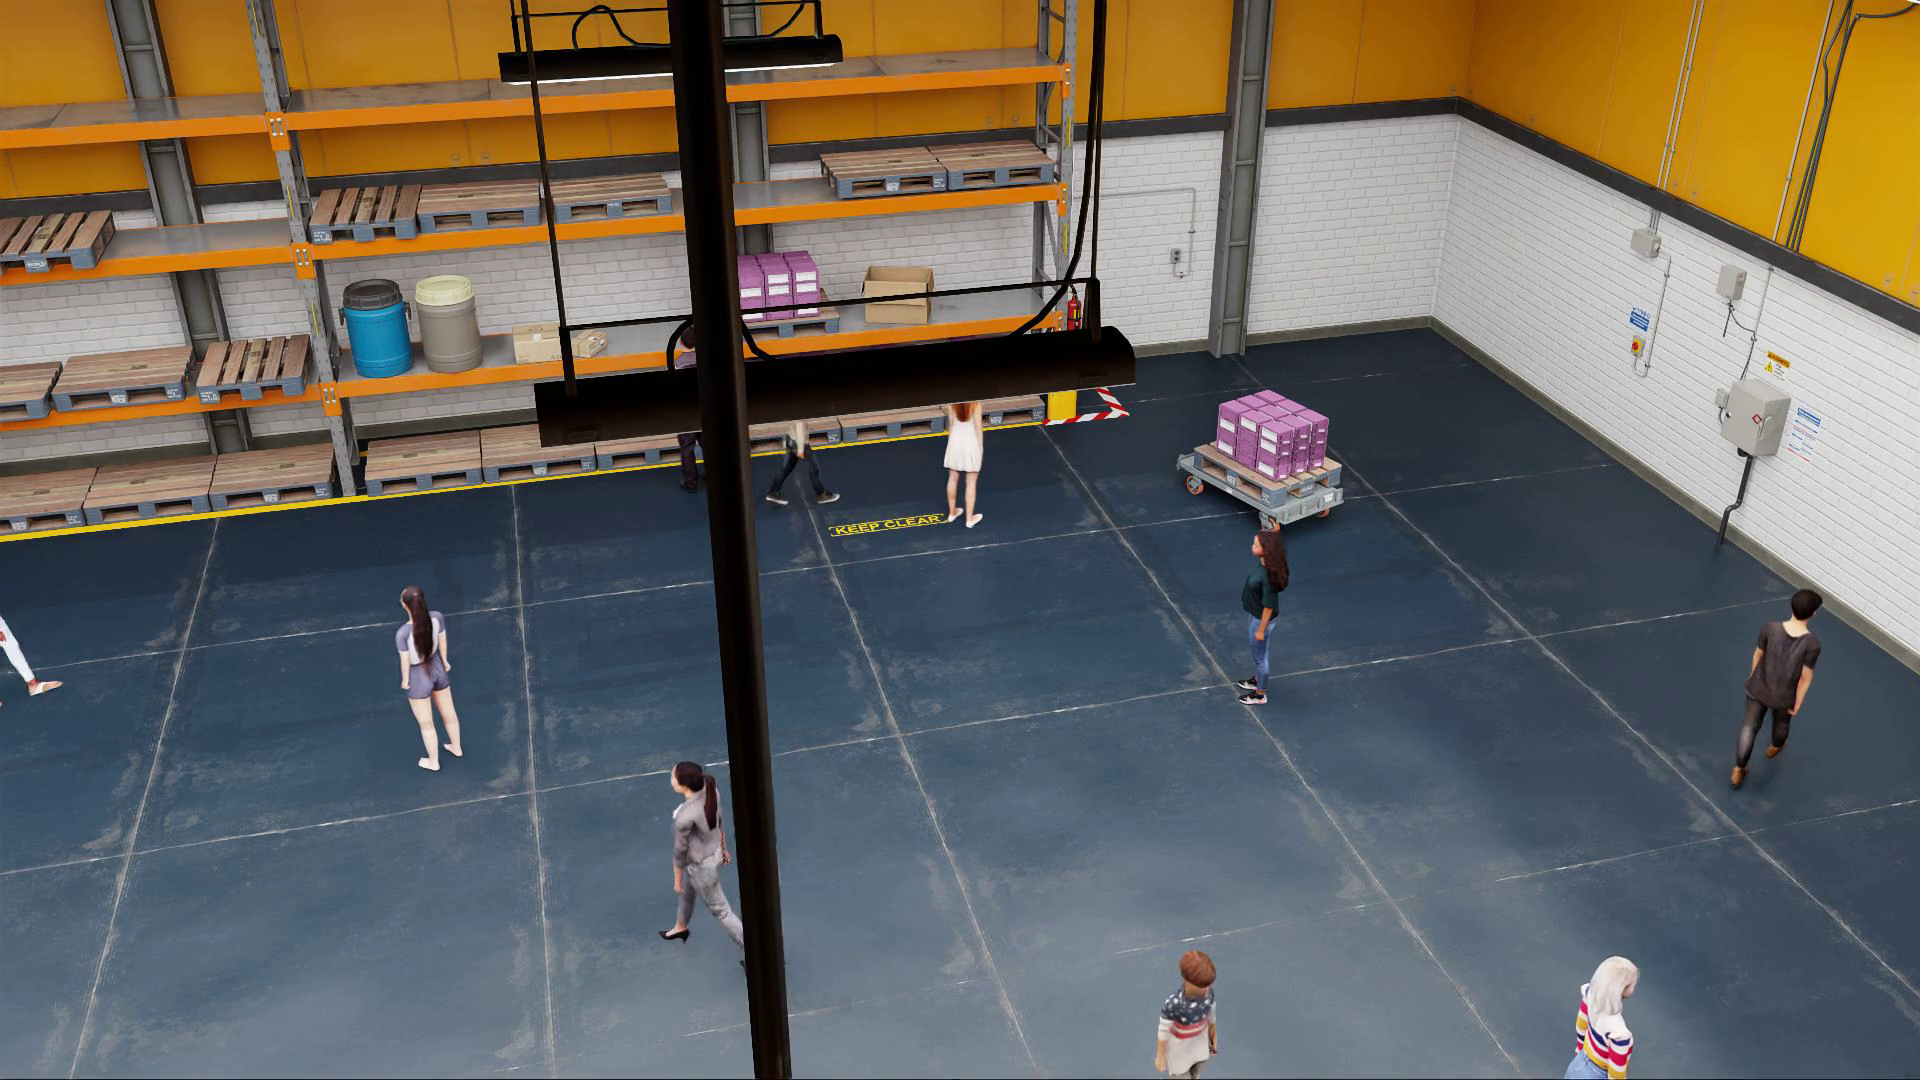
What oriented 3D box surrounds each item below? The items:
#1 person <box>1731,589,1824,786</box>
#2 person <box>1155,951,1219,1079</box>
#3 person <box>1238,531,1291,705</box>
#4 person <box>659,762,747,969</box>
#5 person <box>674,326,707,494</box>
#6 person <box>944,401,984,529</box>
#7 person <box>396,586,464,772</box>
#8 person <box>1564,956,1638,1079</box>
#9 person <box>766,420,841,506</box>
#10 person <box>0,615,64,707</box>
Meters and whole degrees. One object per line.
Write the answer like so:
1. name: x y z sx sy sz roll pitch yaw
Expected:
1. person: 6.372 1.190 13.065 0.997 1.670 1.128 21 35 33
2. person: 1.320 2.994 10.003 0.626 1.435 0.711 -19 34 -31
3. person: 2.568 0.648 14.115 0.720 1.616 0.695 4 29 8
4. person: -1.653 2.239 11.184 1.185 1.629 1.013 10 30 17
5. person: -2.830 -1.395 17.619 0.668 1.847 0.783 -24 37 -36
6. person: 0.038 -0.957 16.959 0.641 1.710 0.708 14 31 24
7. person: -4.244 1.088 13.271 0.733 1.651 0.652 19 34 31
8. person: 3.595 3.081 9.451 0.588 1.811 0.692 -2 29 -4
9. person: -1.756 -0.997 17.314 0.996 1.441 0.588 -9 30 -16
10. person: -8.342 0.712 13.914 0.945 1.695 0.586 -7 29 -13
